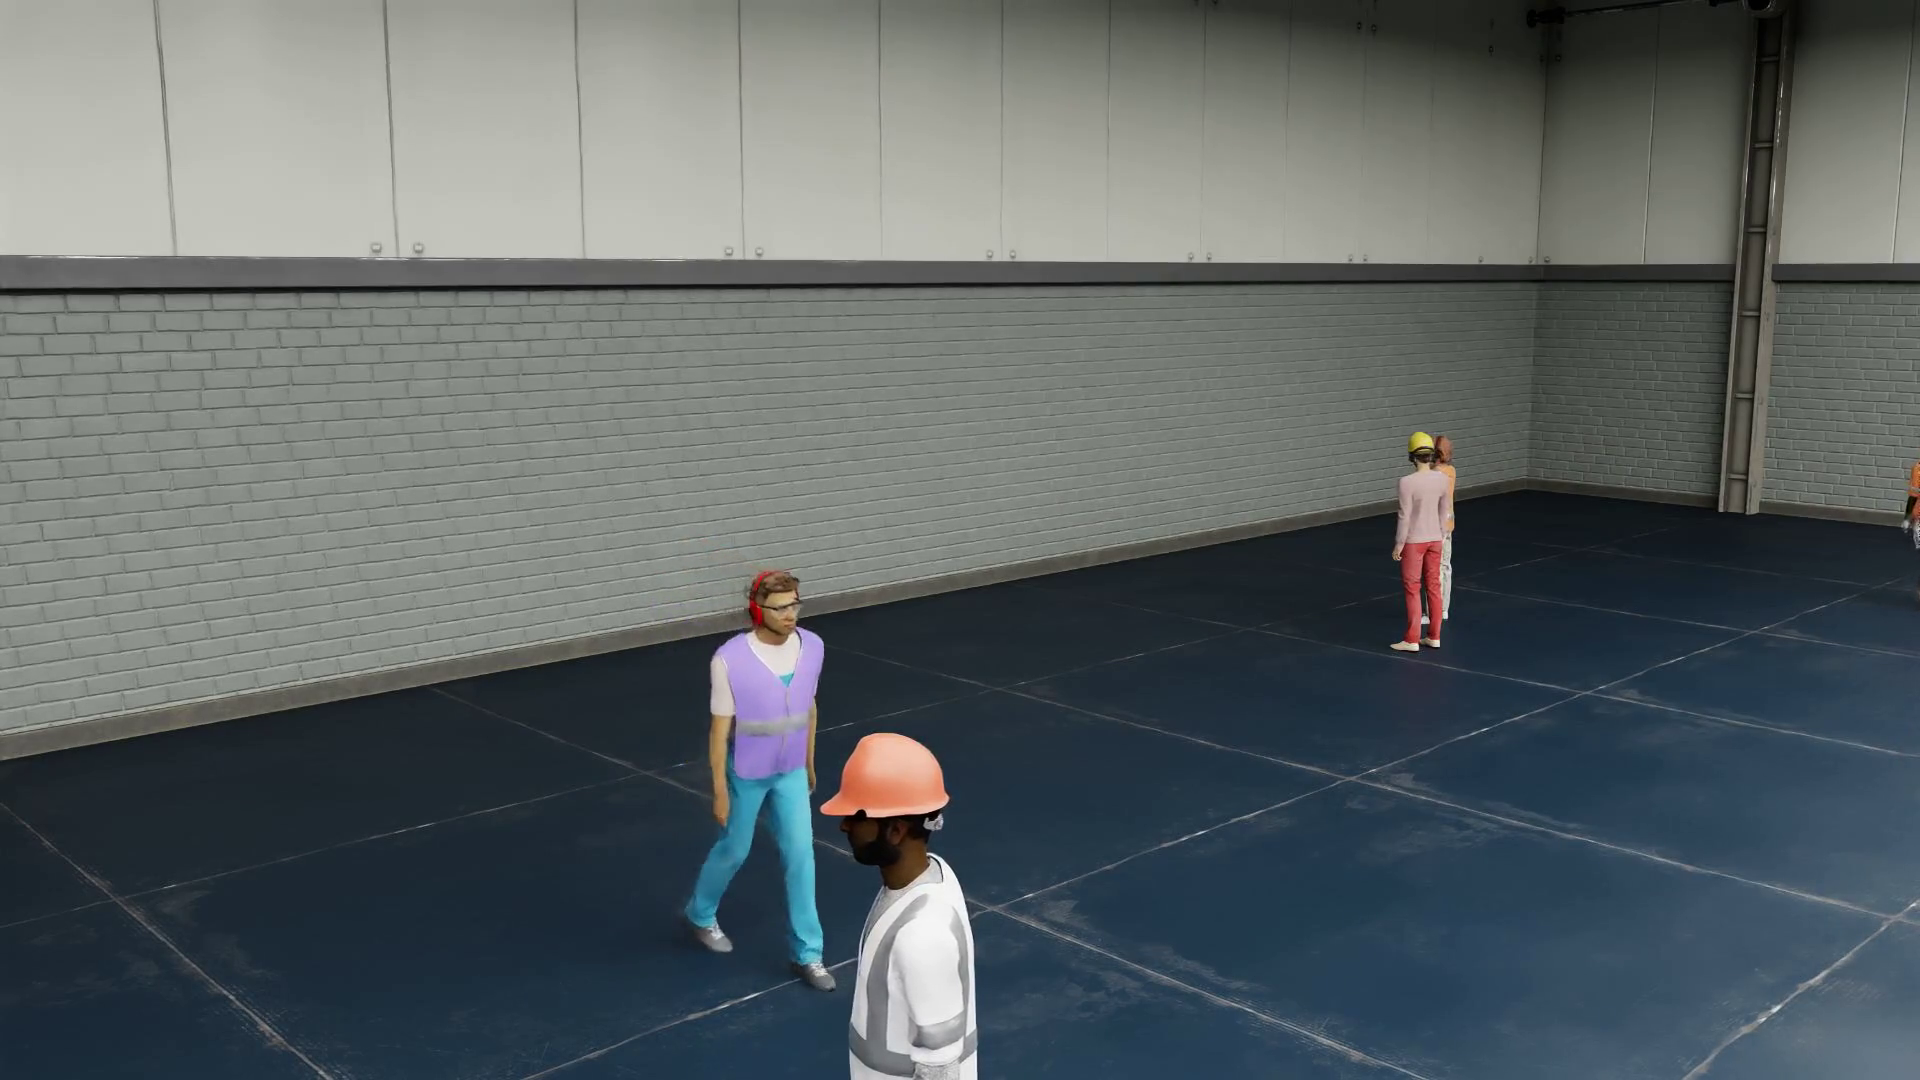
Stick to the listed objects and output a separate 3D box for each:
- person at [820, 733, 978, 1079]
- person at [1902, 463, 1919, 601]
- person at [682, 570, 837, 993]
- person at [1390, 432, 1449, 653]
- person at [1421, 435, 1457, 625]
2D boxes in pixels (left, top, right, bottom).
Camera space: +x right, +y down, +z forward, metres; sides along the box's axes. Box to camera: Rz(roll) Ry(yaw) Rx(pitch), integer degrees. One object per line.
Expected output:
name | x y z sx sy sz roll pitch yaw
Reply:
person | -0.145 1.418 4.090 0.375 1.935 0.550 -1 9 -5
person | 8.729 -0.176 14.874 0.574 1.662 0.630 0 9 1
person | -0.878 0.986 7.206 0.597 1.807 0.893 -8 12 -42
person | 3.666 0.019 13.306 0.533 1.765 0.321 -5 10 -29
person | 4.103 -0.085 14.329 0.307 1.643 0.514 6 11 34
